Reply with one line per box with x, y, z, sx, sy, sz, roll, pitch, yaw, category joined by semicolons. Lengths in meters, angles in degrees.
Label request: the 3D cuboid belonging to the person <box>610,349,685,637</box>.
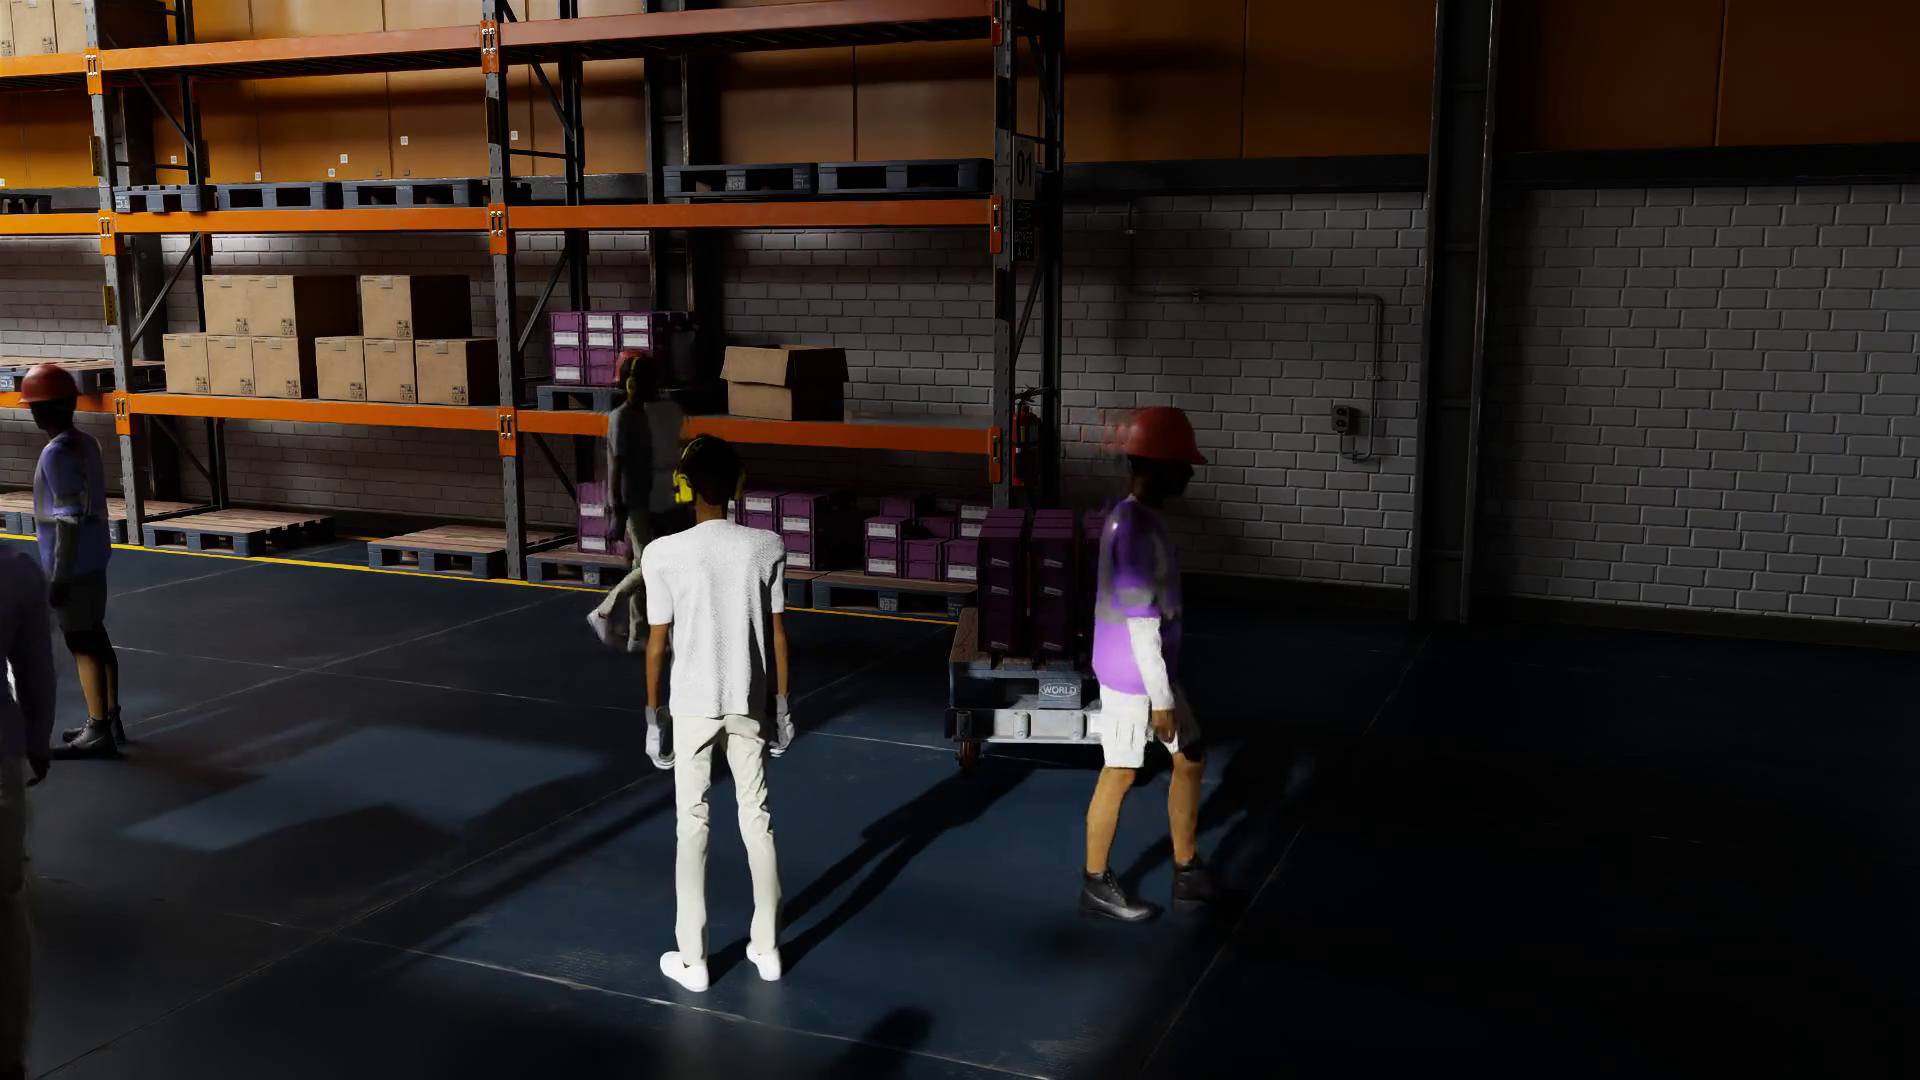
-1.885;-0.259;10.491;0.896;1.891;0.543;7;12;36;person

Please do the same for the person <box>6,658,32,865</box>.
-3.966;0.545;6.576;0.874;1.572;0.548;5;11;29;person

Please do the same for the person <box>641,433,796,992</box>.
-0.802;0.576;5.569;0.510;1.860;0.315;-4;10;-23;person

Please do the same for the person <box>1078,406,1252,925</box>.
0.770;0.481;5.968;0.770;1.910;0.585;3;10;15;person

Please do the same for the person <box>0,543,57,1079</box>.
-3.039;0.658;4.949;0.652;1.890;0.989;-8;13;-41;person

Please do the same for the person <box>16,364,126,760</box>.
-4.366;0.107;8.148;0.365;1.932;0.552;-2;10;-14;person

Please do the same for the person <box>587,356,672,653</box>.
-2.005;-0.200;10.224;0.443;1.855;0.551;1;10;6;person
